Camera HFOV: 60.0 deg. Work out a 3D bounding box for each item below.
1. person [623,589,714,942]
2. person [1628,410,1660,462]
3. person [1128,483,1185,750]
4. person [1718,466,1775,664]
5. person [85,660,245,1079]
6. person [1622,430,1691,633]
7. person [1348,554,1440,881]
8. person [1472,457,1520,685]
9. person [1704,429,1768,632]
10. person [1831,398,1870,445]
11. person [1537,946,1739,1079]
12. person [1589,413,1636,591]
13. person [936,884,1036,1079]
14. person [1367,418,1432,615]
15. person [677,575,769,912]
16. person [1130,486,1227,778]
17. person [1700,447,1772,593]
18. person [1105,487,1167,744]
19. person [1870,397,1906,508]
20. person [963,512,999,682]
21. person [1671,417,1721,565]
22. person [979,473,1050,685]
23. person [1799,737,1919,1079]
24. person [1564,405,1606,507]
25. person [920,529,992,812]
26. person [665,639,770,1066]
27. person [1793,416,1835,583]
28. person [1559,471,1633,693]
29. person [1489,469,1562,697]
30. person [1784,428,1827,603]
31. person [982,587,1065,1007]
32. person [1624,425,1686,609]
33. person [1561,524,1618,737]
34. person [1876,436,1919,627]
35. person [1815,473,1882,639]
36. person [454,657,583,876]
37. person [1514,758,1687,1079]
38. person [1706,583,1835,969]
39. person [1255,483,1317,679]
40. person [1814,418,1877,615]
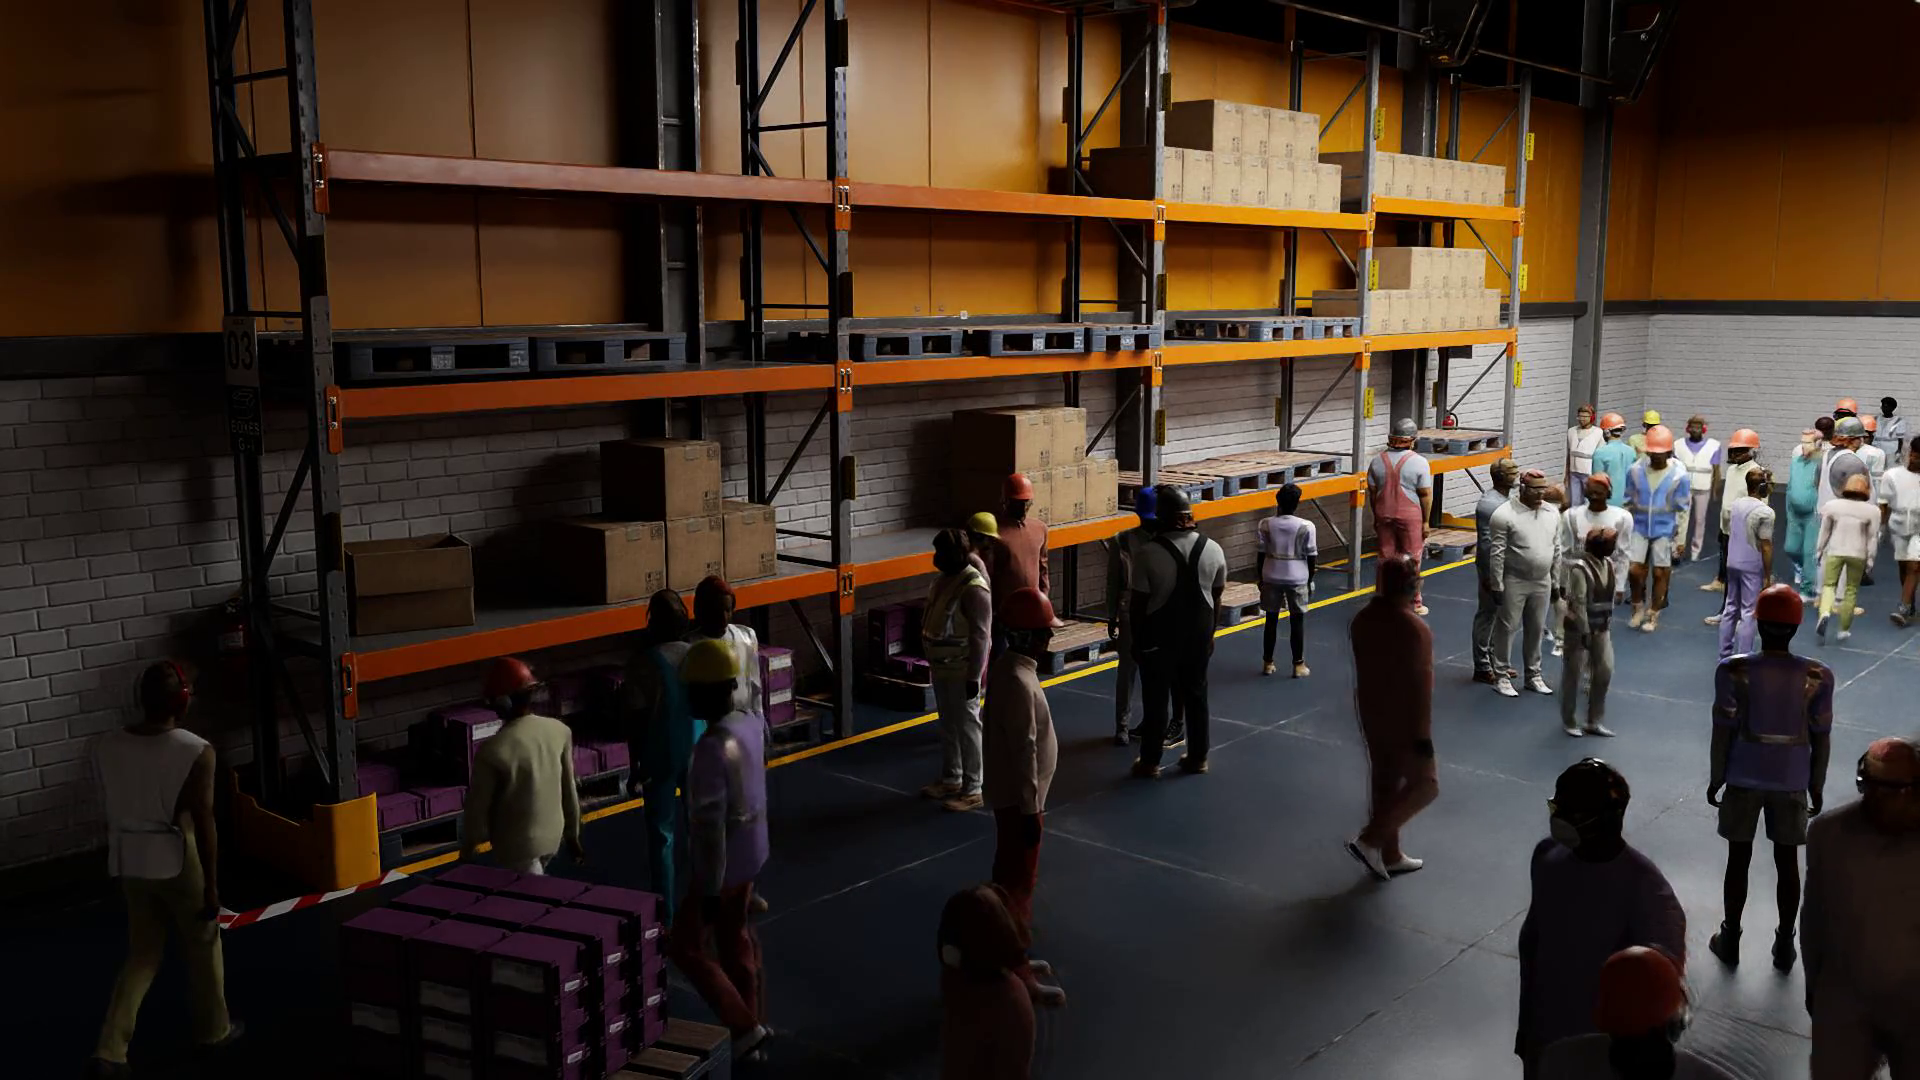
[{"bbox_3d":[-1.494,1.169,8.675,0.506,1.842,0.344,-4,10,-26],"label":"person"},{"bbox_3d":[9.003,-0.821,21.790,0.528,1.762,0.339,3,9,17],"label":"person"},{"bbox_3d":[1.489,0.551,12.261,0.367,1.966,0.605,-5,10,-30],"label":"person"},{"bbox_3d":[6.866,0.275,14.482,0.341,1.839,0.501,-3,9,-17],"label":"person"},{"bbox_3d":[-3.437,1.432,7.096,0.574,1.809,0.787,2,9,10],"label":"person"},{"bbox_3d":[6.722,-0.074,16.157,0.660,2.014,0.538,6,11,33],"label":"person"},{"bbox_3d":[2.467,1.016,9.473,0.498,1.893,0.672,-3,9,-20],"label":"person"},{"bbox_3d":[4.609,0.257,14.247,0.366,1.939,0.635,7,11,36],"label":"person"},{"bbox_3d":[7.664,-0.100,16.367,0.386,1.993,0.622,-1,9,-8],"label":"person"},{"bbox_3d":[10.616,-0.693,20.094,0.613,2.031,0.402,5,10,30],"label":"person"},{"bbox_3d":[1.751,1.901,4.362,0.569,1.709,0.851,7,11,39],"label":"person"},{"bbox_3d":[7.195,-0.411,18.431,0.607,1.987,0.410,-4,10,-26],"label":"person"},{"bbox_3d":[0.111,1.834,5.174,0.836,1.598,0.500,-6,11,-35],"label":"person"},{"bbox_3d":[4.568,-0.243,17.145,0.681,2.000,0.538,8,12,41],"label":"person"},{"bbox_3d":[-1.303,1.112,8.942,0.600,1.876,0.371,-8,12,-42],"label":"person"},{"bbox_3d":[1.475,0.622,11.564,0.682,2.000,0.535,-3,9,-16],"label":"person"},{"bbox_3d":[8.509,-0.218,18.159,0.620,1.674,0.540,4,10,25],"label":"person"},{"bbox_3d":[1.386,0.560,12.304,0.613,1.933,0.415,0,9,-2],"label":"person"},{"bbox_3d":[14.063,-1.332,25.288,0.320,1.692,0.531,-6,11,-34],"label":"person"},{"bbox_3d":[0.057,0.668,12.219,0.485,1.743,0.621,-2,9,-12],"label":"person"},{"bbox_3d":[8.849,-0.579,20.081,0.576,1.798,0.974,5,10,28],"label":"person"},{"bbox_3d":[0.422,0.486,12.593,0.619,1.994,0.381,-5,10,-31],"label":"person"},{"bbox_3d":[3.289,1.600,5.876,0.653,1.861,0.985,8,12,43],"label":"person"},{"bbox_3d":[8.147,-0.843,21.677,0.398,1.836,0.561,-5,10,-31],"label":"person"},{"bbox_3d":[-0.040,0.836,10.828,0.429,1.841,0.633,-4,10,-25],"label":"person"},{"bbox_3d":[-1.043,1.367,7.169,0.423,1.908,0.617,2,9,11],"label":"person"},{"bbox_3d":[9.702,-0.438,18.816,0.390,1.914,0.587,-6,11,-36],"label":"person"},{"bbox_3d":[5.298,0.346,13.911,0.569,1.868,0.504,4,10,25],"label":"person"},{"bbox_3d":[4.691,0.352,13.767,0.644,1.900,0.399,-2,9,-15],"label":"person"},{"bbox_3d":[9.128,-0.262,17.791,0.561,1.890,0.643,-4,9,-22],"label":"person"},{"bbox_3d":[0.297,1.208,7.935,0.381,1.994,0.620,-1,9,-7],"label":"person"},{"bbox_3d":[7.307,-0.244,17.492,0.372,1.933,0.551,-7,11,-40],"label":"person"},{"bbox_3d":[4.761,0.696,12.455,0.489,1.617,0.501,-4,10,-23],"label":"person"},{"bbox_3d":[9.478,-0.090,16.601,0.620,1.891,1.015,8,12,42],"label":"person"},{"bbox_3d":[8.426,0.173,15.824,0.531,1.614,0.518,6,11,35],"label":"person"},{"bbox_3d":[-2.087,1.380,7.749,0.920,1.696,0.572,4,10,25],"label":"person"},{"bbox_3d":[2.012,1.638,5.340,0.352,1.937,0.635,-3,9,-19],"label":"person"},{"bbox_3d":[4.031,1.177,8.320,0.551,1.937,0.357,3,9,16],"label":"person"},{"bbox_3d":[2.824,0.352,14.413,0.540,1.695,0.317,4,10,25],"label":"person"},{"bbox_3d":[9.191,-0.255,17.222,0.535,2.000,0.700,0,9,-1],"label":"person"}]
